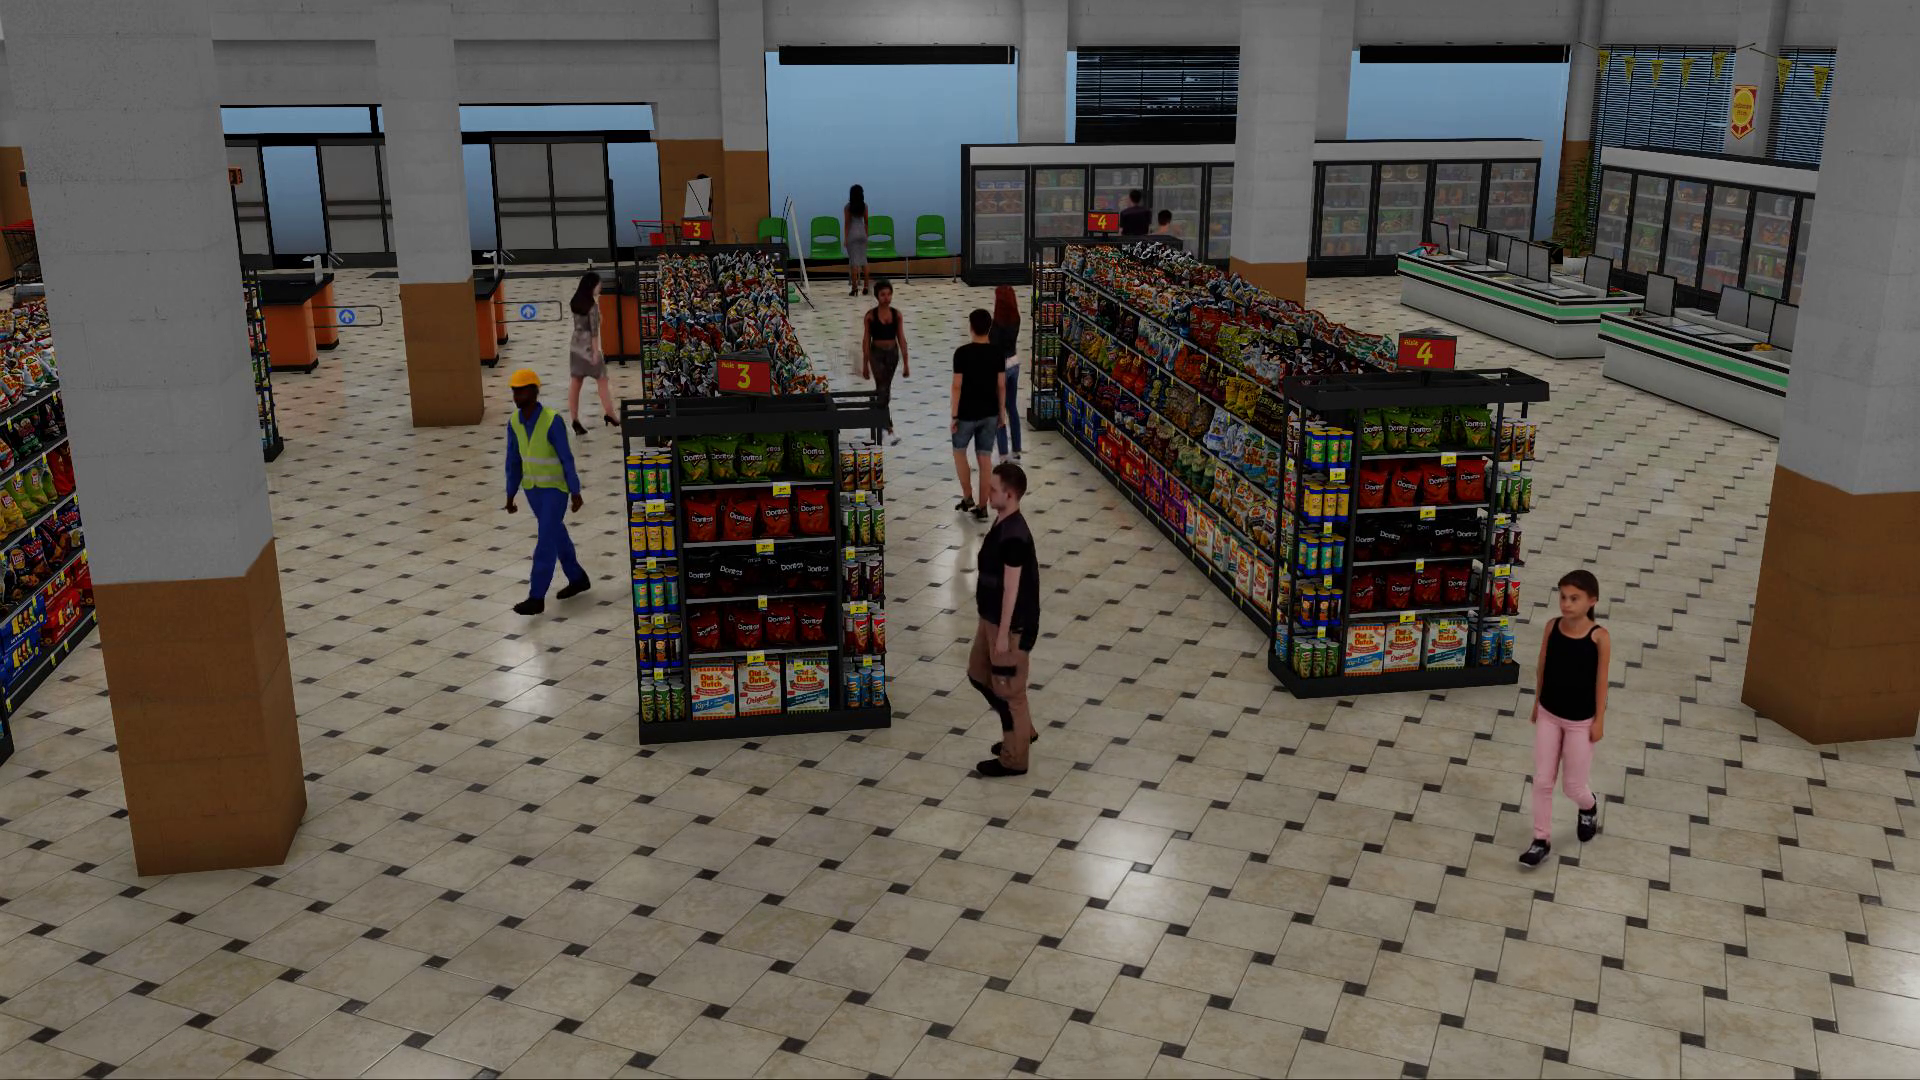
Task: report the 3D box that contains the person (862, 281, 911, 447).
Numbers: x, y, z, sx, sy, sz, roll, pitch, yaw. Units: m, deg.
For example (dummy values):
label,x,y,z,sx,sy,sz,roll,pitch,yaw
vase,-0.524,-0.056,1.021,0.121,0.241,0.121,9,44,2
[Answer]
label,x,y,z,sx,sy,sz,roll,pitch,yaw
person,-0.806,-1.818,17.156,0.754,1.645,1.193,-6,18,-20

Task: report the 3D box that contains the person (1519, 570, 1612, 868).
label,x,y,z,sx,sy,sz,roll,pitch,yaw
person,3.097,0.892,8.399,0.854,1.546,0.869,15,22,41

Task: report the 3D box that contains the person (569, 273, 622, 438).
label,x,y,z,sx,sy,sz,roll,pitch,yaw
person,-3.962,-1.903,17.341,0.943,1.701,1.018,9,19,28

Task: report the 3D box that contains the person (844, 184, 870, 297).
label,x,y,z,sx,sy,sz,roll,pitch,yaw
person,-1.667,-4.855,26.924,0.638,1.781,0.619,-8,19,-26

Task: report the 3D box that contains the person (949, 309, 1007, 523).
label,x,y,z,sx,sy,sz,roll,pitch,yaw
person,0.172,-1.049,14.295,0.739,1.836,0.694,-5,18,-17

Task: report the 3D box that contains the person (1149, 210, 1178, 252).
label,x,y,z,sx,sy,sz,roll,pitch,yaw
person,2.674,-3.477,22.319,1.041,1.819,1.155,9,19,27

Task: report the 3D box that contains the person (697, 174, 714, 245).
label,x,y,z,sx,sy,sz,roll,pitch,yaw
person,-4.718,-5.887,30.562,0.700,1.642,0.586,-13,21,-37

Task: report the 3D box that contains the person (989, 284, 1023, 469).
label,x,y,z,sx,sy,sz,roll,pitch,yaw
person,0.436,-1.593,16.170,0.715,1.787,0.653,11,20,33

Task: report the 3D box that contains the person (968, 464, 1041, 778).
label,x,y,z,sx,sy,sz,roll,pitch,yaw
person,0.362,0.455,9.351,0.766,1.830,0.596,-1,17,-3

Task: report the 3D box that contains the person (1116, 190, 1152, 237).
label,x,y,z,sx,sy,sz,roll,pitch,yaw
person,2.654,-4.366,25.258,0.907,1.812,1.240,-8,18,-23

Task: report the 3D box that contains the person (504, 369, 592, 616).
label,x,y,z,sx,sy,sz,roll,pitch,yaw
person,-2.959,-0.374,12.174,1.076,1.775,1.160,10,20,30
